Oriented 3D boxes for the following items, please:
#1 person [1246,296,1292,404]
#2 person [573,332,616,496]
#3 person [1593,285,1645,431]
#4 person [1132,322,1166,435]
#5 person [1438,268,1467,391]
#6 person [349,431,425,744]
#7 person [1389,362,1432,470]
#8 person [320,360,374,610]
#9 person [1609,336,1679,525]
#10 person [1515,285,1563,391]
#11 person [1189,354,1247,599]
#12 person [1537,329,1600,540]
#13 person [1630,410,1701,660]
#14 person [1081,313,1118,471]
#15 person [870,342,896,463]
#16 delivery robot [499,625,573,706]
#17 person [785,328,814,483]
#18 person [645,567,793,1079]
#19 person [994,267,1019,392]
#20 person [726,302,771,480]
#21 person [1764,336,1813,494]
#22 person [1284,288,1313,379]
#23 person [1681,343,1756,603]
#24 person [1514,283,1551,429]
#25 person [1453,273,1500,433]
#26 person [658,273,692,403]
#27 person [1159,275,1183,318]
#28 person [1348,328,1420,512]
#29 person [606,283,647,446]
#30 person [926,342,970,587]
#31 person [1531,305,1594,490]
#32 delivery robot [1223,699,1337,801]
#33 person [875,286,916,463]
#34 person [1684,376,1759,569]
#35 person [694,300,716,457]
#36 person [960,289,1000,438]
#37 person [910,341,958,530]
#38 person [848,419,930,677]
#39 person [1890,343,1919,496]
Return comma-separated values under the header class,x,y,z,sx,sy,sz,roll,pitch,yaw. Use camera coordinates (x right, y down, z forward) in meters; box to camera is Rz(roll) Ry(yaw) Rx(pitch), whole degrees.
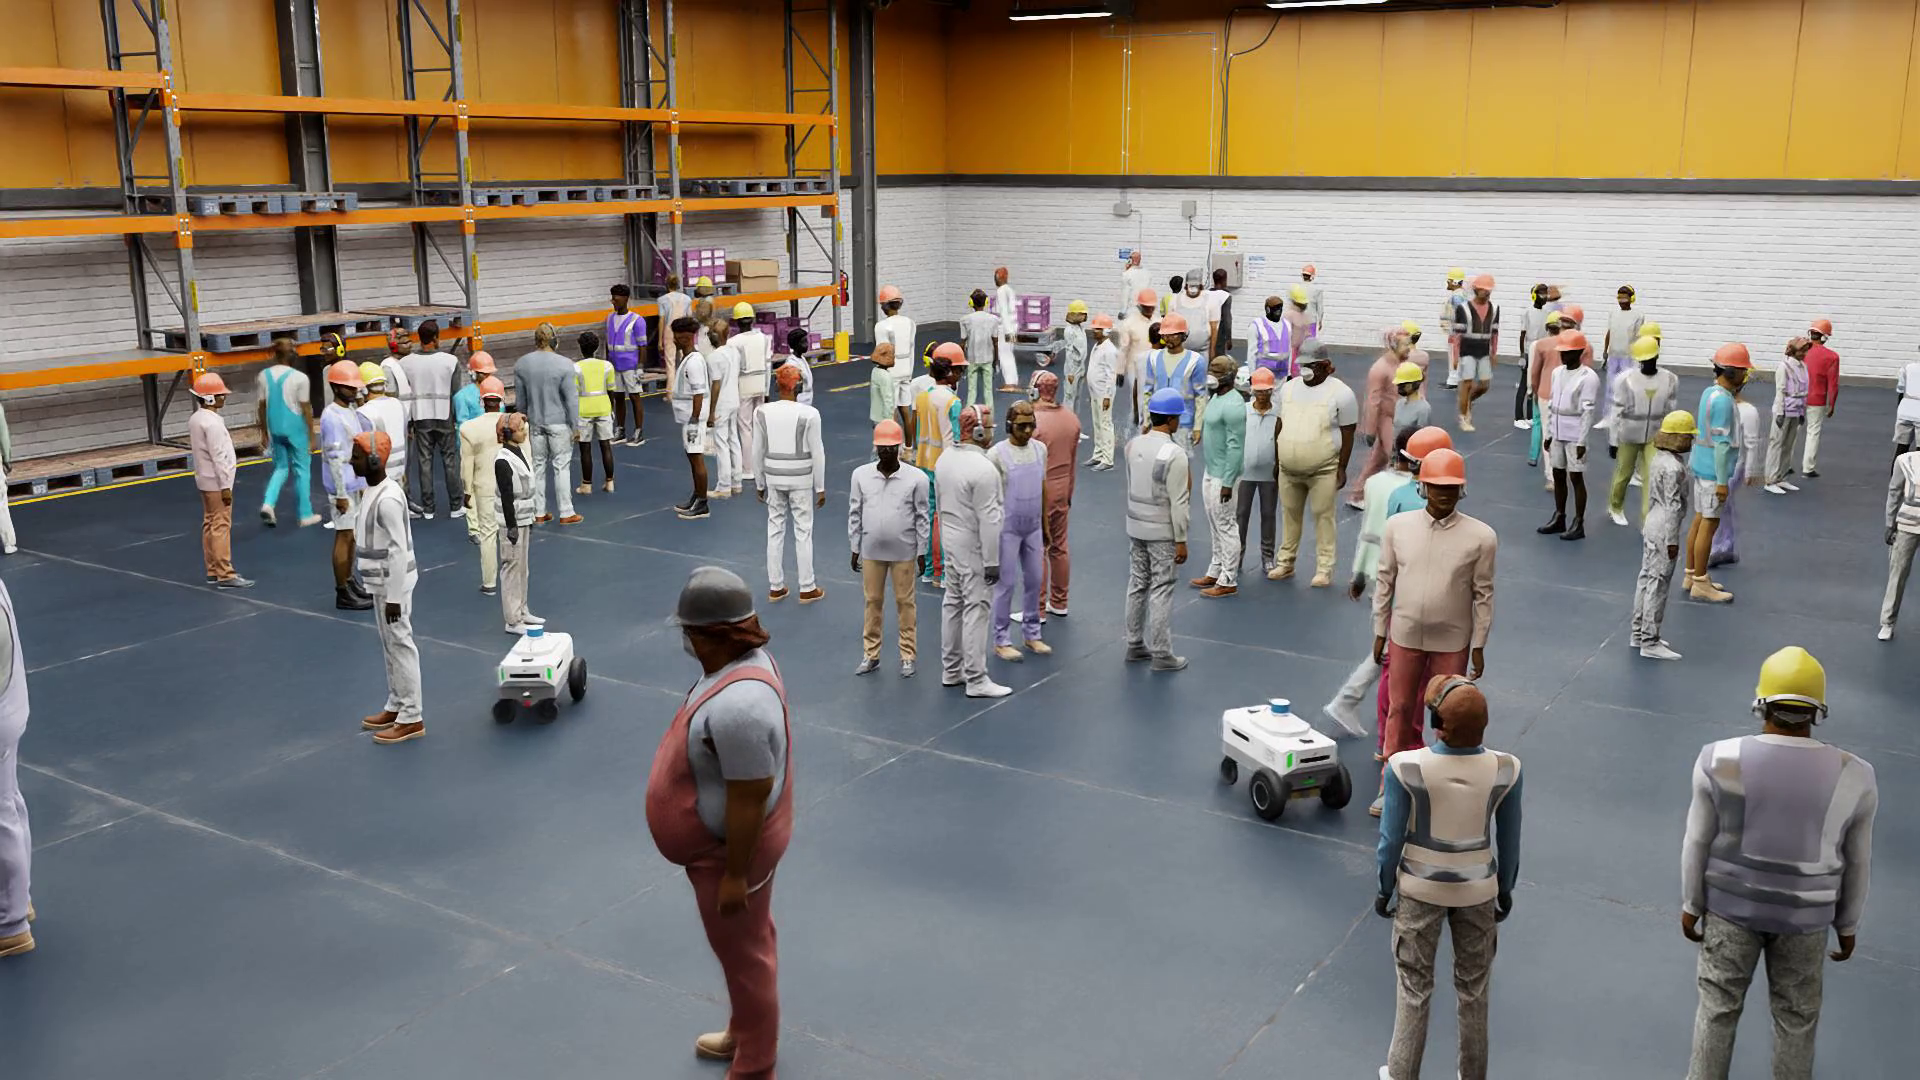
class,x,y,z,sx,sy,sz,roll,pitch,yaw
person,3.715,-1.990,19.875,0.620,1.845,0.429,-6,14,-24
person,-3.814,-1.306,17.222,0.541,1.695,0.315,-10,16,-36
person,8.450,-2.323,21.280,0.329,1.861,0.512,-12,18,-42
person,1.947,-1.259,16.684,0.524,1.857,0.346,12,18,43
person,7.395,-3.159,24.963,0.403,1.834,0.589,4,14,17
person,-3.435,0.276,9.954,0.360,1.883,0.574,-7,15,-26
person,3.822,-0.646,14.238,0.343,1.755,0.531,-3,13,-14
person,-4.732,-0.428,12.902,0.381,1.931,0.548,-2,13,-7
person,6.328,-0.984,15.470,0.626,1.866,0.994,1,13,4
person,8.667,-2.965,24.629,0.503,1.594,0.818,-11,17,-39
person,2.071,-0.507,13.225,0.362,1.939,0.635,-1,13,-5
person,5.554,-0.966,15.242,0.388,1.930,0.546,-5,14,-22
person,4.954,-0.045,11.653,0.304,1.743,0.494,2,13,8
person,1.571,-1.657,18.611,0.320,1.755,0.570,-4,13,-15
person,-0.772,-1.190,16.860,0.268,1.632,0.506,-4,14,-17
delivery robot,-2.668,0.778,10.480,0.477,0.478,0.707,-1,13,-3
person,-1.710,-1.396,17.612,0.316,1.695,0.541,1,13,5
person,-0.879,1.082,6.114,0.536,2.000,0.688,-1,13,-6
person,0.698,-3.139,24.825,0.462,1.855,0.601,5,14,20
person,-2.302,-1.607,18.031,0.384,1.924,0.589,12,17,41
person,8.647,-1.308,17.358,0.514,1.640,0.310,-10,16,-38
person,4.583,-2.557,22.601,0.539,1.714,0.670,-11,17,-41
person,5.989,-0.535,13.126,0.388,2.042,0.605,3,13,13
person,7.416,-2.373,21.465,0.508,1.876,0.328,-7,15,-29
person,6.542,-2.391,21.227,0.654,2.020,0.573,-2,13,-10
person,-4.061,-2.883,23.741,0.513,1.843,0.328,-9,16,-33
person,3.278,-3.171,25.313,0.532,1.698,0.319,10,16,36
person,4.202,-1.118,16.065,0.996,1.853,0.653,11,17,39
person,-4.072,-2.122,20.175,0.602,1.966,0.368,7,15,28
person,-0.113,-0.617,13.583,0.396,1.992,0.622,-3,13,-14
person,6.360,-1.513,17.623,0.599,1.933,1.047,3,13,14
delivery robot,1.733,1.107,9.054,0.477,0.478,0.707,-5,14,-21
person,-0.764,-1.851,18.835,0.397,2.041,0.609,10,17,38
person,6.440,-0.621,14.147,0.659,1.743,0.530,-3,13,-14
person,-2.949,-1.897,19.563,0.425,1.804,0.624,-9,16,-33
person,0.242,-2.189,20.708,0.508,1.860,0.334,-1,13,-3
person,-0.210,-0.838,14.816,0.512,1.872,0.328,-10,16,-36
person,-0.483,0.053,11.195,0.566,1.755,0.321,2,13,10
person,9.775,-1.238,16.951,0.319,1.691,0.540,-6,14,-24
